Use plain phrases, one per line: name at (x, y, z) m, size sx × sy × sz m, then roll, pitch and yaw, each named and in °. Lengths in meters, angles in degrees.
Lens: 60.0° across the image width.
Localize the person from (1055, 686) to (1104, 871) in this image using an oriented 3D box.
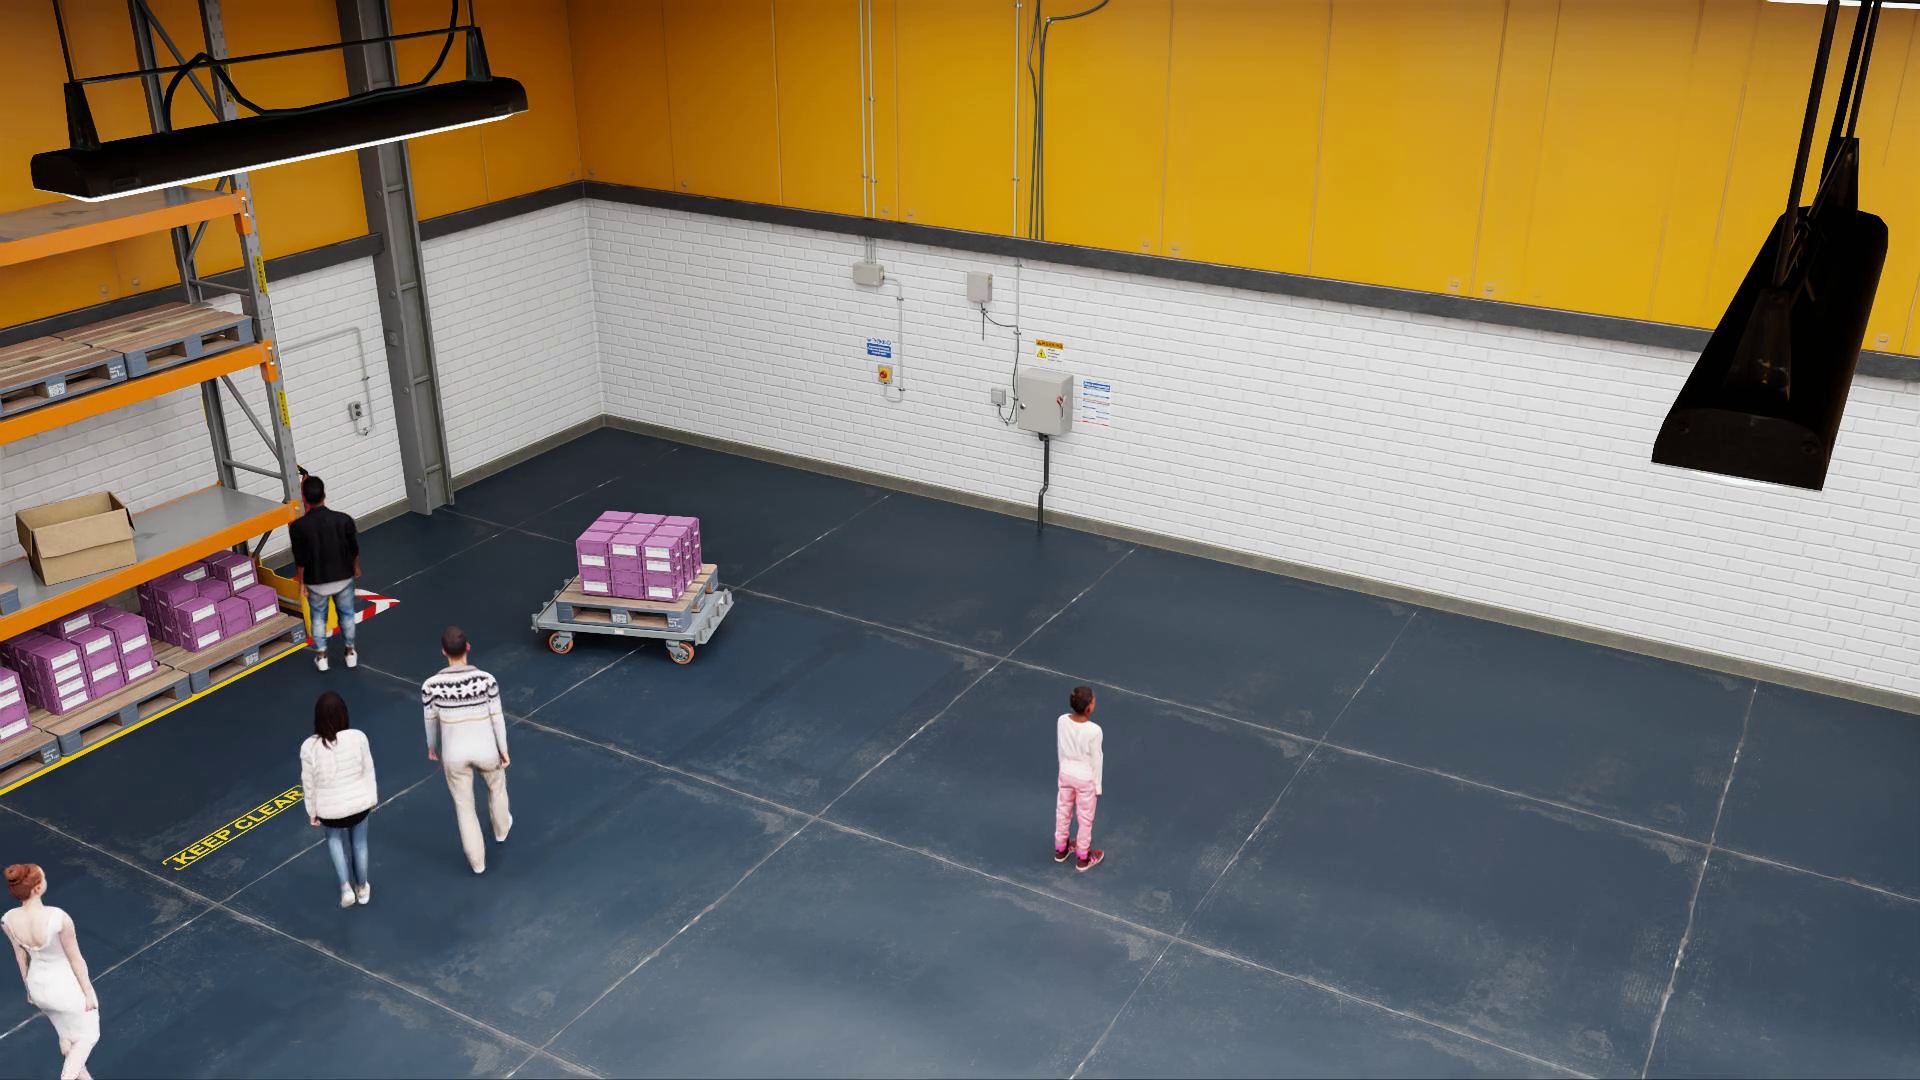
person at (0.842, 1.670, 11.851) m, size 0.551 × 1.449 × 0.530 m, roll 18°, pitch 29°, yaw 35°

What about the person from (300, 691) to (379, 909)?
person at (-4.182, 1.813, 11.304) m, size 0.822 × 1.625 × 0.878 m, roll -9°, pitch 25°, yaw -20°

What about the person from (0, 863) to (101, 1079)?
person at (-5.097, 2.603, 9.302) m, size 0.791 × 1.782 × 0.983 m, roll 2°, pitch 24°, yaw 5°

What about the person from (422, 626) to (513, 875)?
person at (-3.443, 1.521, 11.697) m, size 1.009 × 1.845 × 1.071 m, roll -7°, pitch 25°, yaw -16°

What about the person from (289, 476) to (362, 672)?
person at (-5.487, 0.319, 14.497) m, size 0.807 × 1.805 × 0.890 m, roll -10°, pitch 25°, yaw -21°
